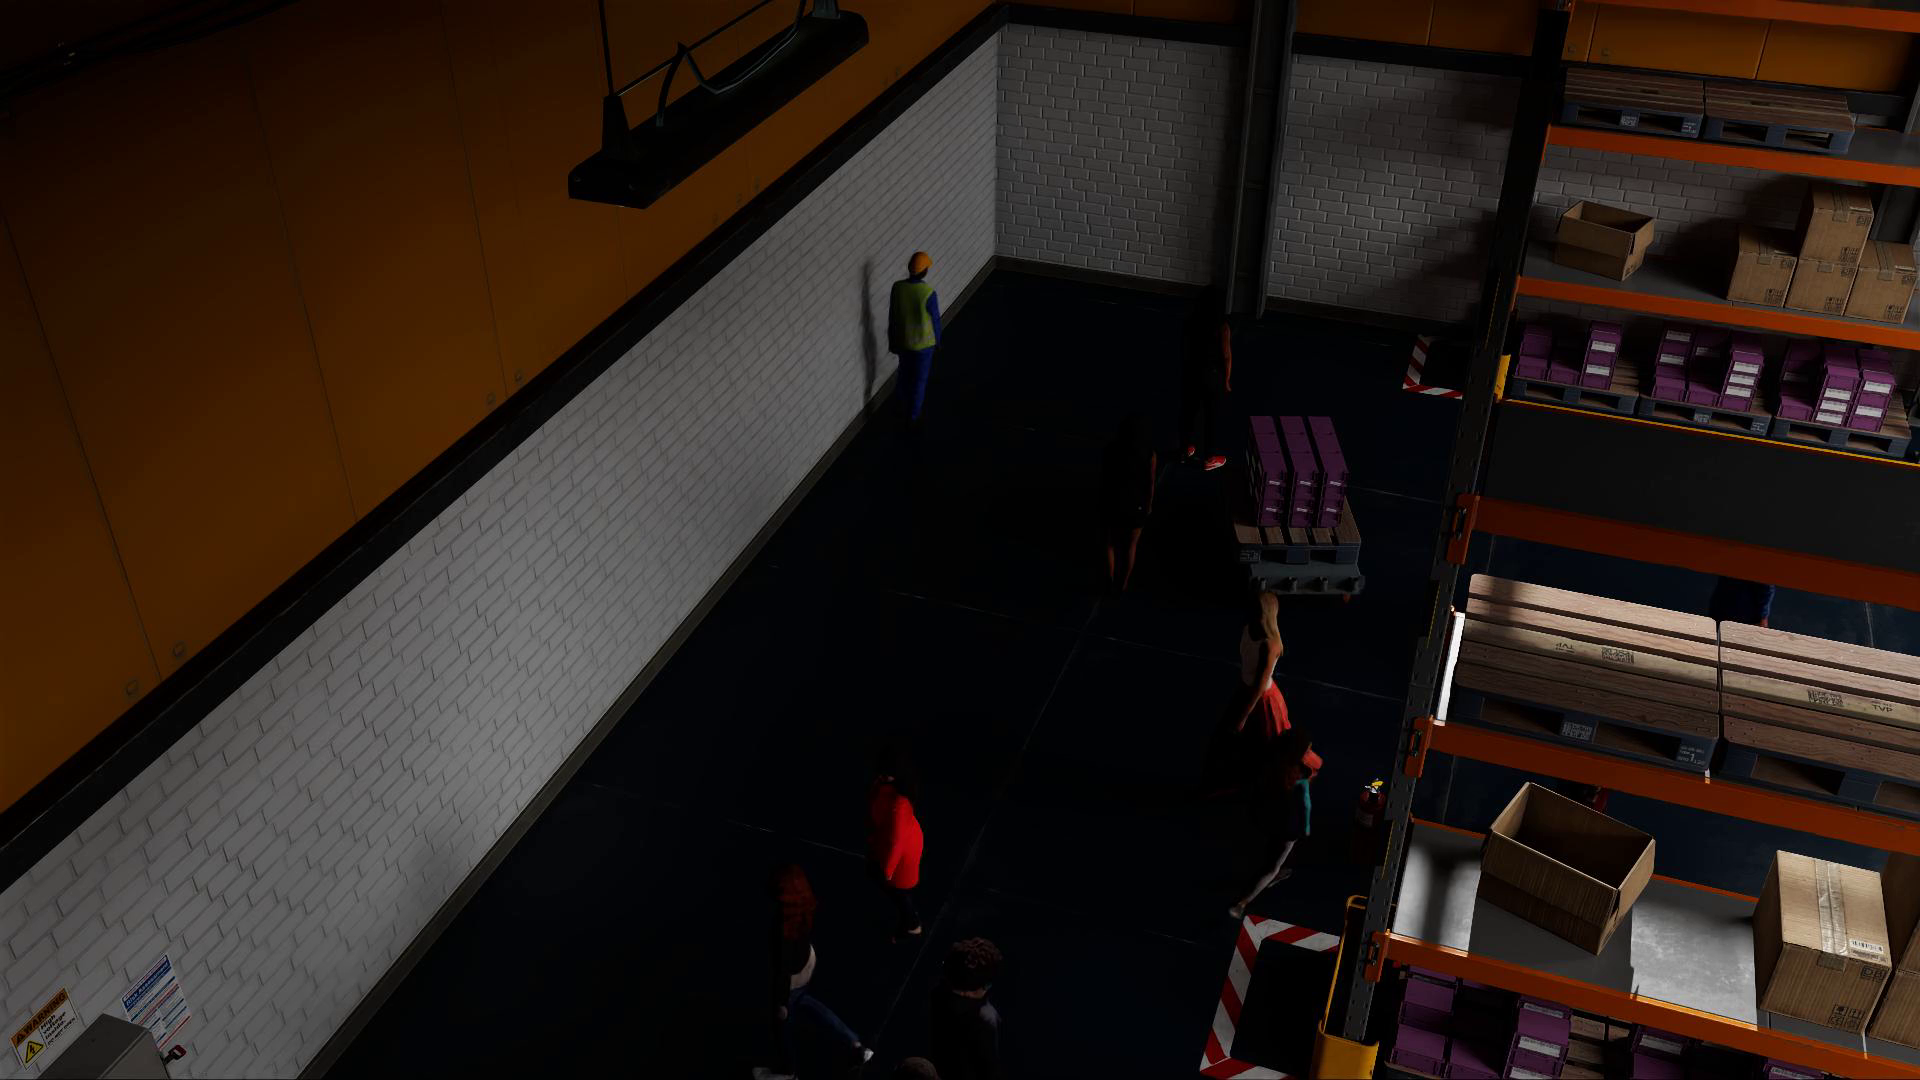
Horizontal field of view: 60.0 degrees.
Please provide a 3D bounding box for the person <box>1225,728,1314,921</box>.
[{"bbox_3d":[1.964,1.816,10.520,0.948,1.470,0.949,-22,39,-29],"label":"person"}]

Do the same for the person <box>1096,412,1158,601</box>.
[{"bbox_3d":[1.316,-0.212,13.335,0.678,1.731,0.737,4,34,6],"label":"person"}]

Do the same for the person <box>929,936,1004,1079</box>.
[{"bbox_3d":[-0.042,2.842,8.726,1.089,1.748,1.004,28,43,35],"label":"person"}]

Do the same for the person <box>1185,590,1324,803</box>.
[{"bbox_3d":[2.115,1.105,11.324,1.273,1.763,1.072,-8,34,-11],"label":"person"}]

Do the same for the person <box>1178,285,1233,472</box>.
[{"bbox_3d":[2.231,-1.494,15.187,0.640,1.816,0.785,22,39,29],"label":"person"}]

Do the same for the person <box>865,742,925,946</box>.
[{"bbox_3d":[-0.288,1.897,10.165,0.719,1.727,0.724,1,34,2],"label":"person"}]

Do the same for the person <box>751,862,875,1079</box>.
[{"bbox_3d":[-0.853,2.451,9.284,0.983,1.780,0.670,6,34,10],"label":"person"}]

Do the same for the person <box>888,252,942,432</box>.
[{"bbox_3d":[-0.456,-1.833,15.718,0.612,1.792,0.707,10,35,15],"label":"person"}]
